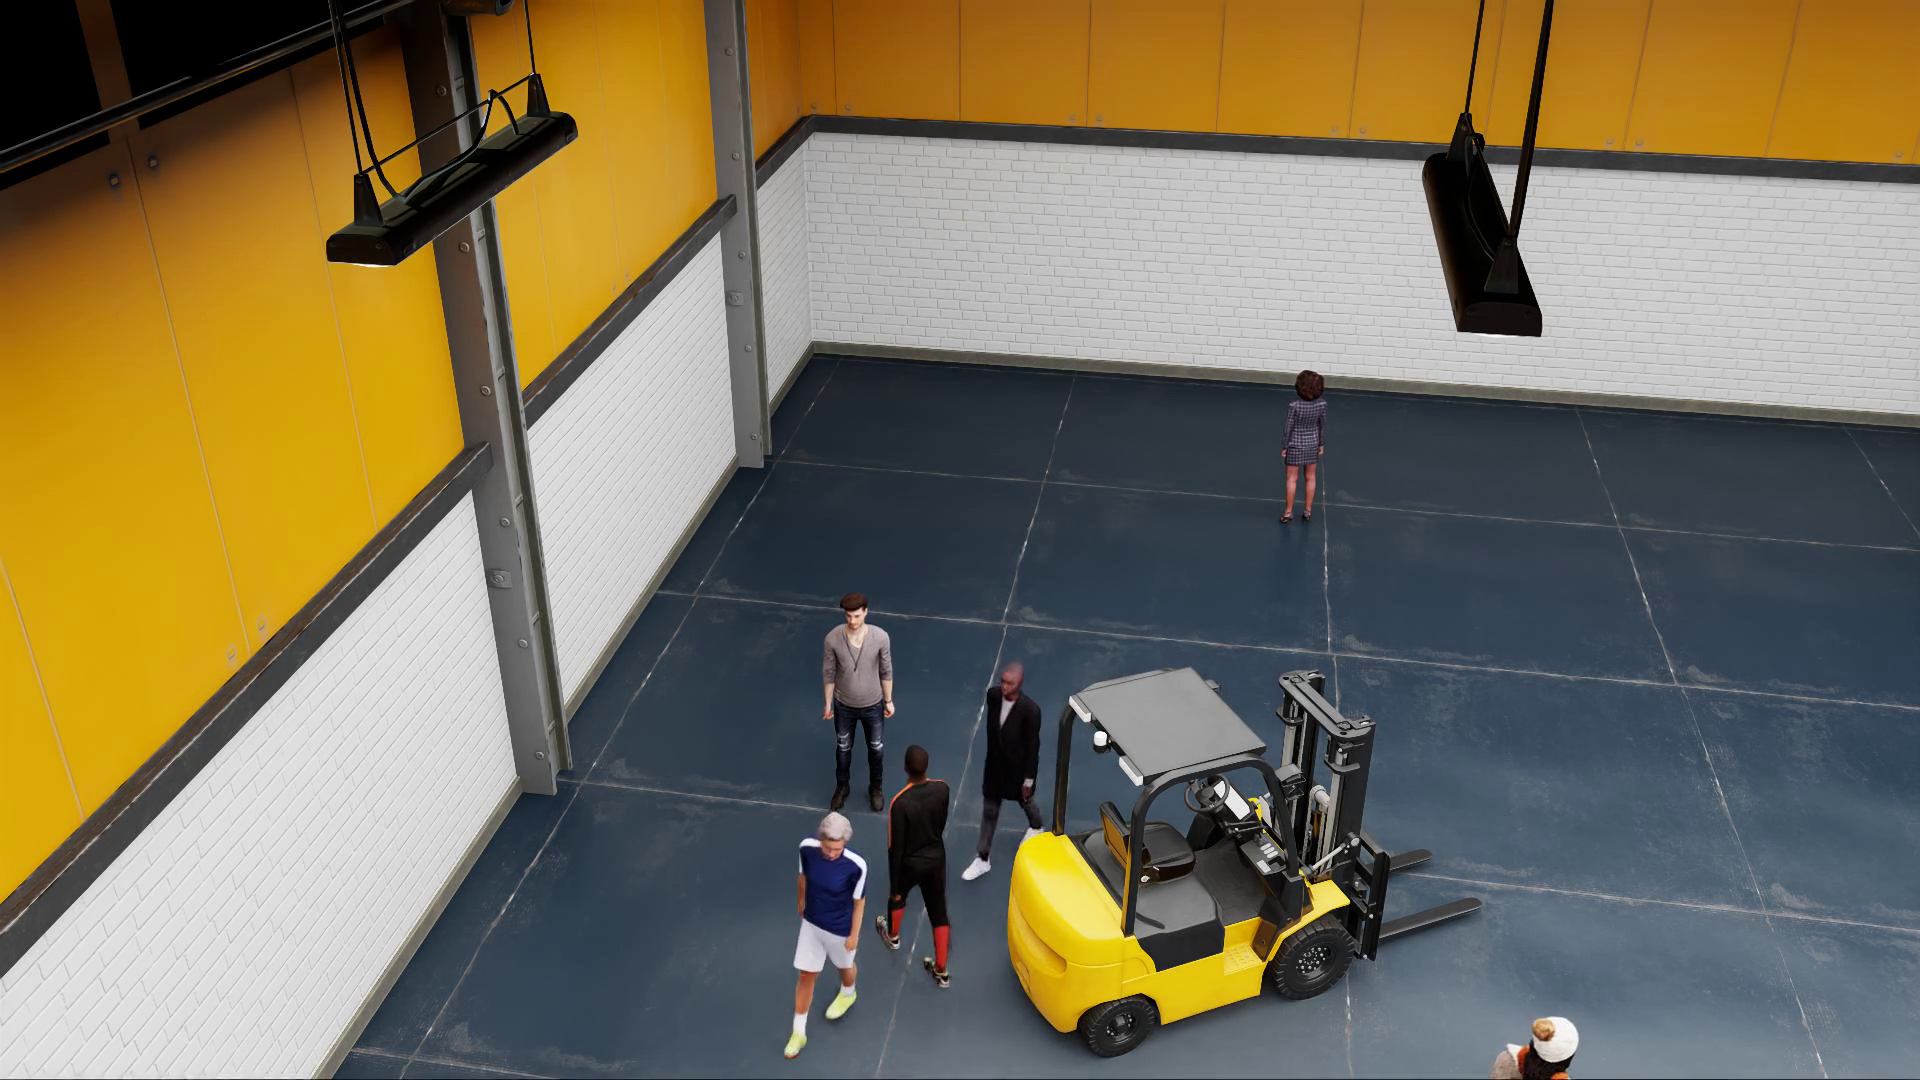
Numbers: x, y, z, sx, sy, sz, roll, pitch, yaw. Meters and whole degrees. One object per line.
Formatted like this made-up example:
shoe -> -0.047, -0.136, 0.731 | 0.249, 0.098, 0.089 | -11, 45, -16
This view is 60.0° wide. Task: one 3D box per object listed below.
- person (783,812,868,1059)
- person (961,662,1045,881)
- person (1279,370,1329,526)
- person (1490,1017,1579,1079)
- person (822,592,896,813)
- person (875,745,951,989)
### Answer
person -> -0.779, 2.407, 10.681 | 0.845, 1.784, 1.077 | 13, 31, 23
person -> 0.441, 1.619, 12.189 | 0.953, 1.723, 1.176 | 19, 34, 30
person -> 3.484, -0.932, 16.887 | 0.683, 1.703, 0.666 | -5, 29, -9
person -> 2.978, 3.291, 8.963 | 0.947, 1.877, 0.888 | -19, 34, -31
person -> -0.773, 1.222, 12.729 | 0.742, 1.903, 0.627 | -1, 29, -1
person -> -0.216, 2.212, 11.045 | 1.026, 1.777, 1.126 | -14, 32, -25
